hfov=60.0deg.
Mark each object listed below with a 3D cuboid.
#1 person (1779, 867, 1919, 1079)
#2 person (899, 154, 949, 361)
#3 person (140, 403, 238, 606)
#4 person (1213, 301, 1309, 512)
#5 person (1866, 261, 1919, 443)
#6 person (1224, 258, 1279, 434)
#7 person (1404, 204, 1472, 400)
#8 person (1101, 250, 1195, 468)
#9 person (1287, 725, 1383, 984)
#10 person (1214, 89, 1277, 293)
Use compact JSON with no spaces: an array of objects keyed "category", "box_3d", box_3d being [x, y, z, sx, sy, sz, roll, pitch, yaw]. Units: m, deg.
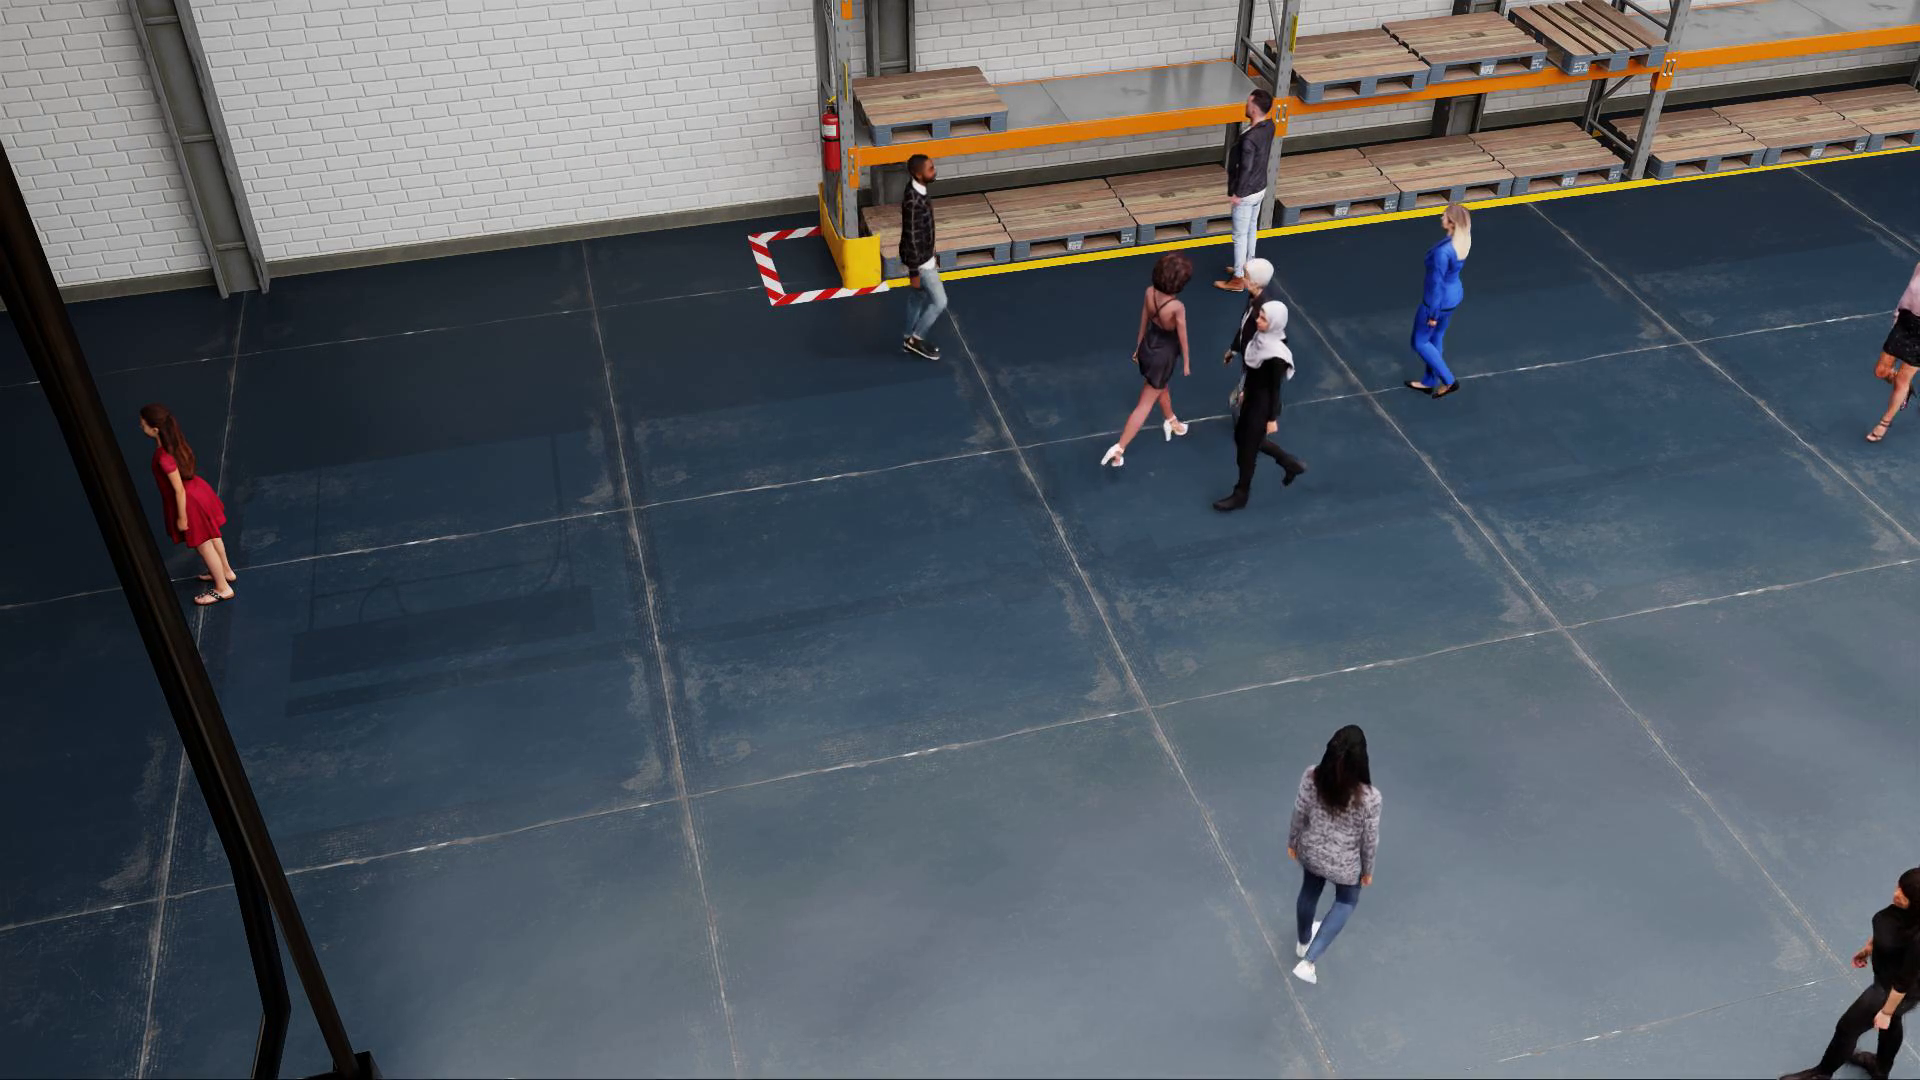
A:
[{"category":"person","box_3d":[4.595,2.160,8.116,0.878,1.613,0.790,16,41,19]},{"category":"person","box_3d":[-0.424,-2.297,13.538,0.752,1.812,0.777,2,39,3]},{"category":"person","box_3d":[-5.195,-0.266,11.202,0.597,1.554,0.539,-8,39,-10]},{"category":"person","box_3d":[2.228,-0.945,11.885,0.956,1.762,0.683,-6,39,-7]},{"category":"person","box_3d":[7.301,-1.544,12.604,0.812,1.801,0.710,-18,42,-21]},{"category":"person","box_3d":[2.417,-1.334,12.816,0.855,1.764,0.890,4,39,5]},{"category":"person","box_3d":[3.866,-1.821,13.042,0.874,1.687,0.821,26,46,29]},{"category":"person","box_3d":[1.400,-1.273,12.312,1.198,1.743,0.864,-26,45,-29]},{"category":"person","box_3d":[1.885,1.686,8.627,0.866,1.717,0.943,25,45,28]},{"category":"person","box_3d":[2.512,-3.036,14.444,0.790,1.837,0.721,21,43,25]}]
